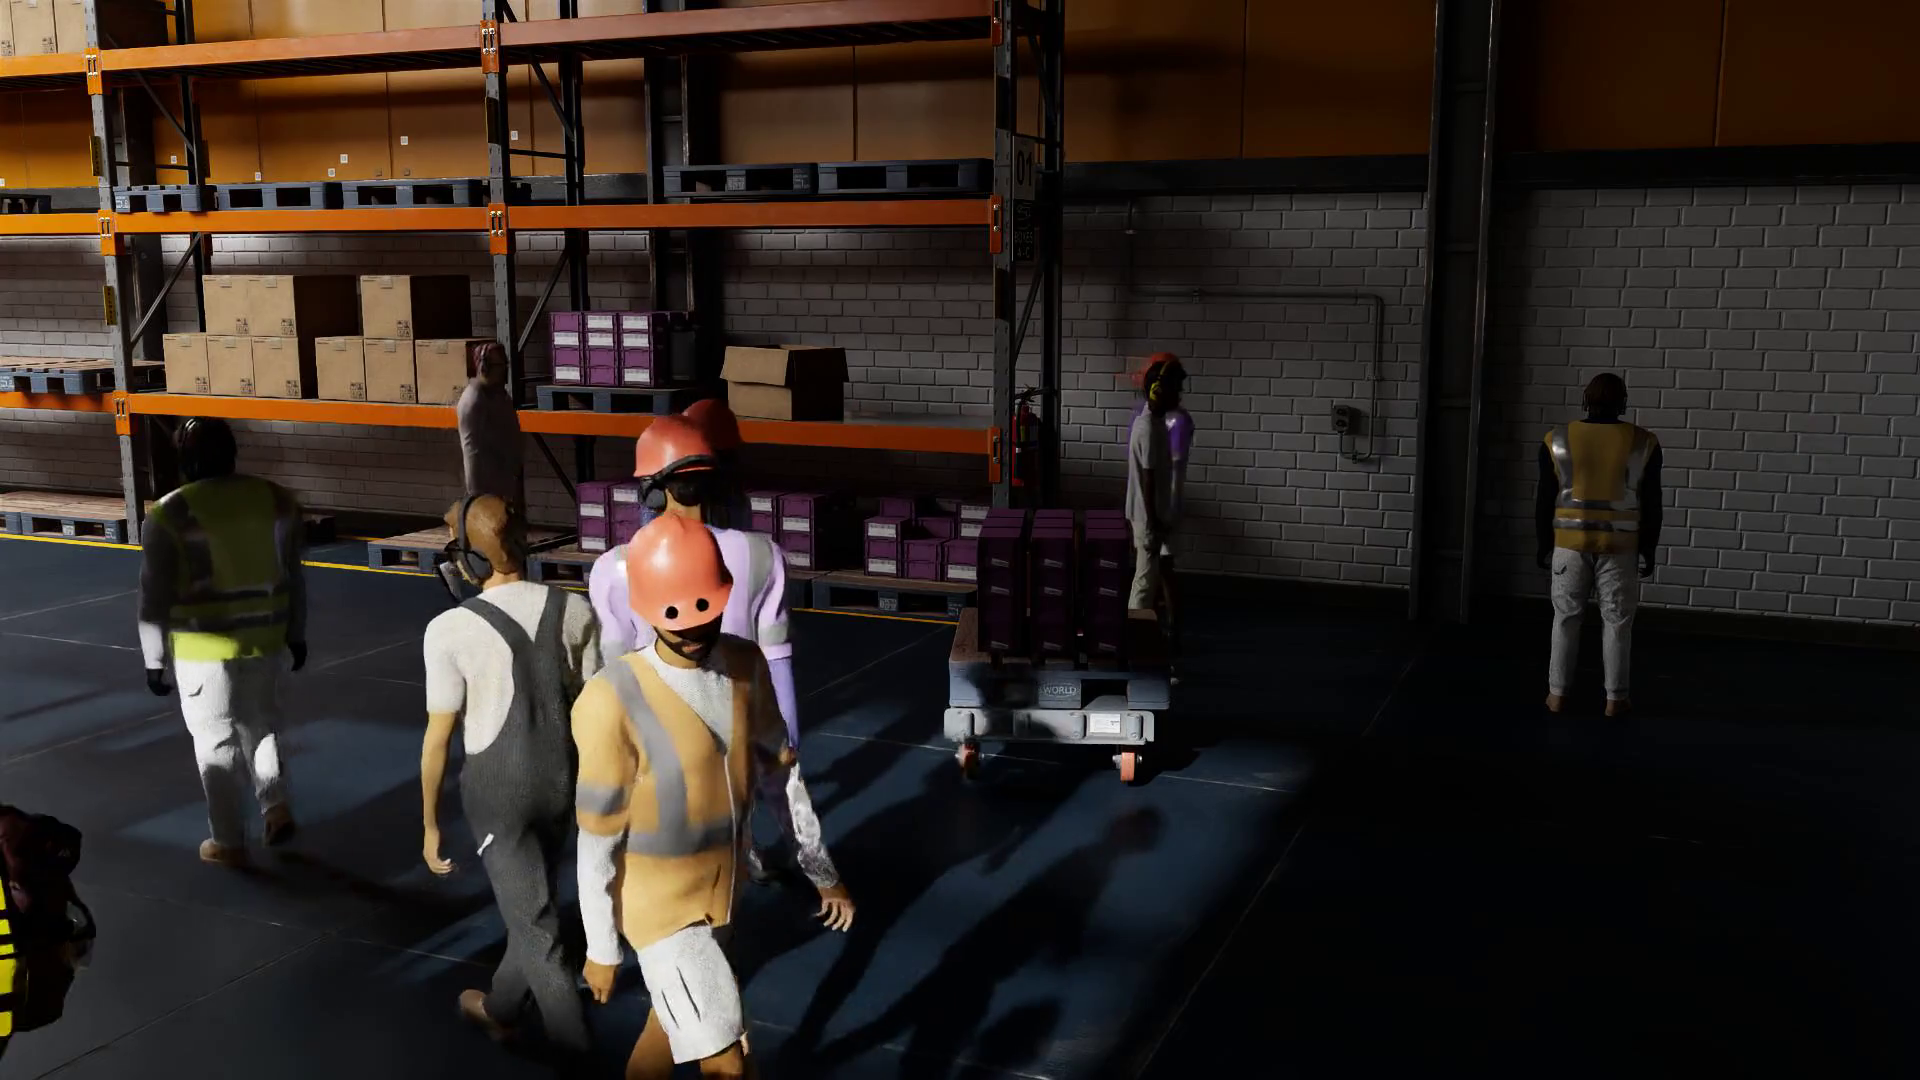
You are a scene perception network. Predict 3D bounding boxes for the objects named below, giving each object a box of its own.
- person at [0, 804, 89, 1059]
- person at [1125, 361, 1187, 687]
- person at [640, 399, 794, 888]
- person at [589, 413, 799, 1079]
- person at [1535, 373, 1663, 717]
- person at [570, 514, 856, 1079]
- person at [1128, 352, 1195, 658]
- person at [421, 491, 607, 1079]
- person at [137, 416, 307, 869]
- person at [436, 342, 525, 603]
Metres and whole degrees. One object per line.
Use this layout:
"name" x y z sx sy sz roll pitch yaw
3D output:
"person" -1.230 1.225 1.911 0.535 1.812 0.951 6 11 32
"person" 1.120 -0.099 9.603 0.337 1.864 0.513 1 10 5
"person" -1.009 0.377 6.652 0.897 1.903 0.557 6 11 33
"person" -0.799 0.617 4.993 0.608 1.983 1.068 -6 11 -30
"person" 3.408 0.027 8.906 0.633 1.843 0.429 4 10 21
"person" -0.567 0.847 3.909 0.968 1.865 0.666 5 11 30
"person" 1.171 -0.228 10.336 0.375 1.891 0.705 -5 11 -26
"person" -1.259 0.750 4.756 0.529 1.788 1.001 -9 13 -42
"person" -2.934 0.413 6.635 0.451 1.823 0.648 8 12 40
"person" -3.258 -0.411 11.373 0.679 1.892 0.648 0 9 2
